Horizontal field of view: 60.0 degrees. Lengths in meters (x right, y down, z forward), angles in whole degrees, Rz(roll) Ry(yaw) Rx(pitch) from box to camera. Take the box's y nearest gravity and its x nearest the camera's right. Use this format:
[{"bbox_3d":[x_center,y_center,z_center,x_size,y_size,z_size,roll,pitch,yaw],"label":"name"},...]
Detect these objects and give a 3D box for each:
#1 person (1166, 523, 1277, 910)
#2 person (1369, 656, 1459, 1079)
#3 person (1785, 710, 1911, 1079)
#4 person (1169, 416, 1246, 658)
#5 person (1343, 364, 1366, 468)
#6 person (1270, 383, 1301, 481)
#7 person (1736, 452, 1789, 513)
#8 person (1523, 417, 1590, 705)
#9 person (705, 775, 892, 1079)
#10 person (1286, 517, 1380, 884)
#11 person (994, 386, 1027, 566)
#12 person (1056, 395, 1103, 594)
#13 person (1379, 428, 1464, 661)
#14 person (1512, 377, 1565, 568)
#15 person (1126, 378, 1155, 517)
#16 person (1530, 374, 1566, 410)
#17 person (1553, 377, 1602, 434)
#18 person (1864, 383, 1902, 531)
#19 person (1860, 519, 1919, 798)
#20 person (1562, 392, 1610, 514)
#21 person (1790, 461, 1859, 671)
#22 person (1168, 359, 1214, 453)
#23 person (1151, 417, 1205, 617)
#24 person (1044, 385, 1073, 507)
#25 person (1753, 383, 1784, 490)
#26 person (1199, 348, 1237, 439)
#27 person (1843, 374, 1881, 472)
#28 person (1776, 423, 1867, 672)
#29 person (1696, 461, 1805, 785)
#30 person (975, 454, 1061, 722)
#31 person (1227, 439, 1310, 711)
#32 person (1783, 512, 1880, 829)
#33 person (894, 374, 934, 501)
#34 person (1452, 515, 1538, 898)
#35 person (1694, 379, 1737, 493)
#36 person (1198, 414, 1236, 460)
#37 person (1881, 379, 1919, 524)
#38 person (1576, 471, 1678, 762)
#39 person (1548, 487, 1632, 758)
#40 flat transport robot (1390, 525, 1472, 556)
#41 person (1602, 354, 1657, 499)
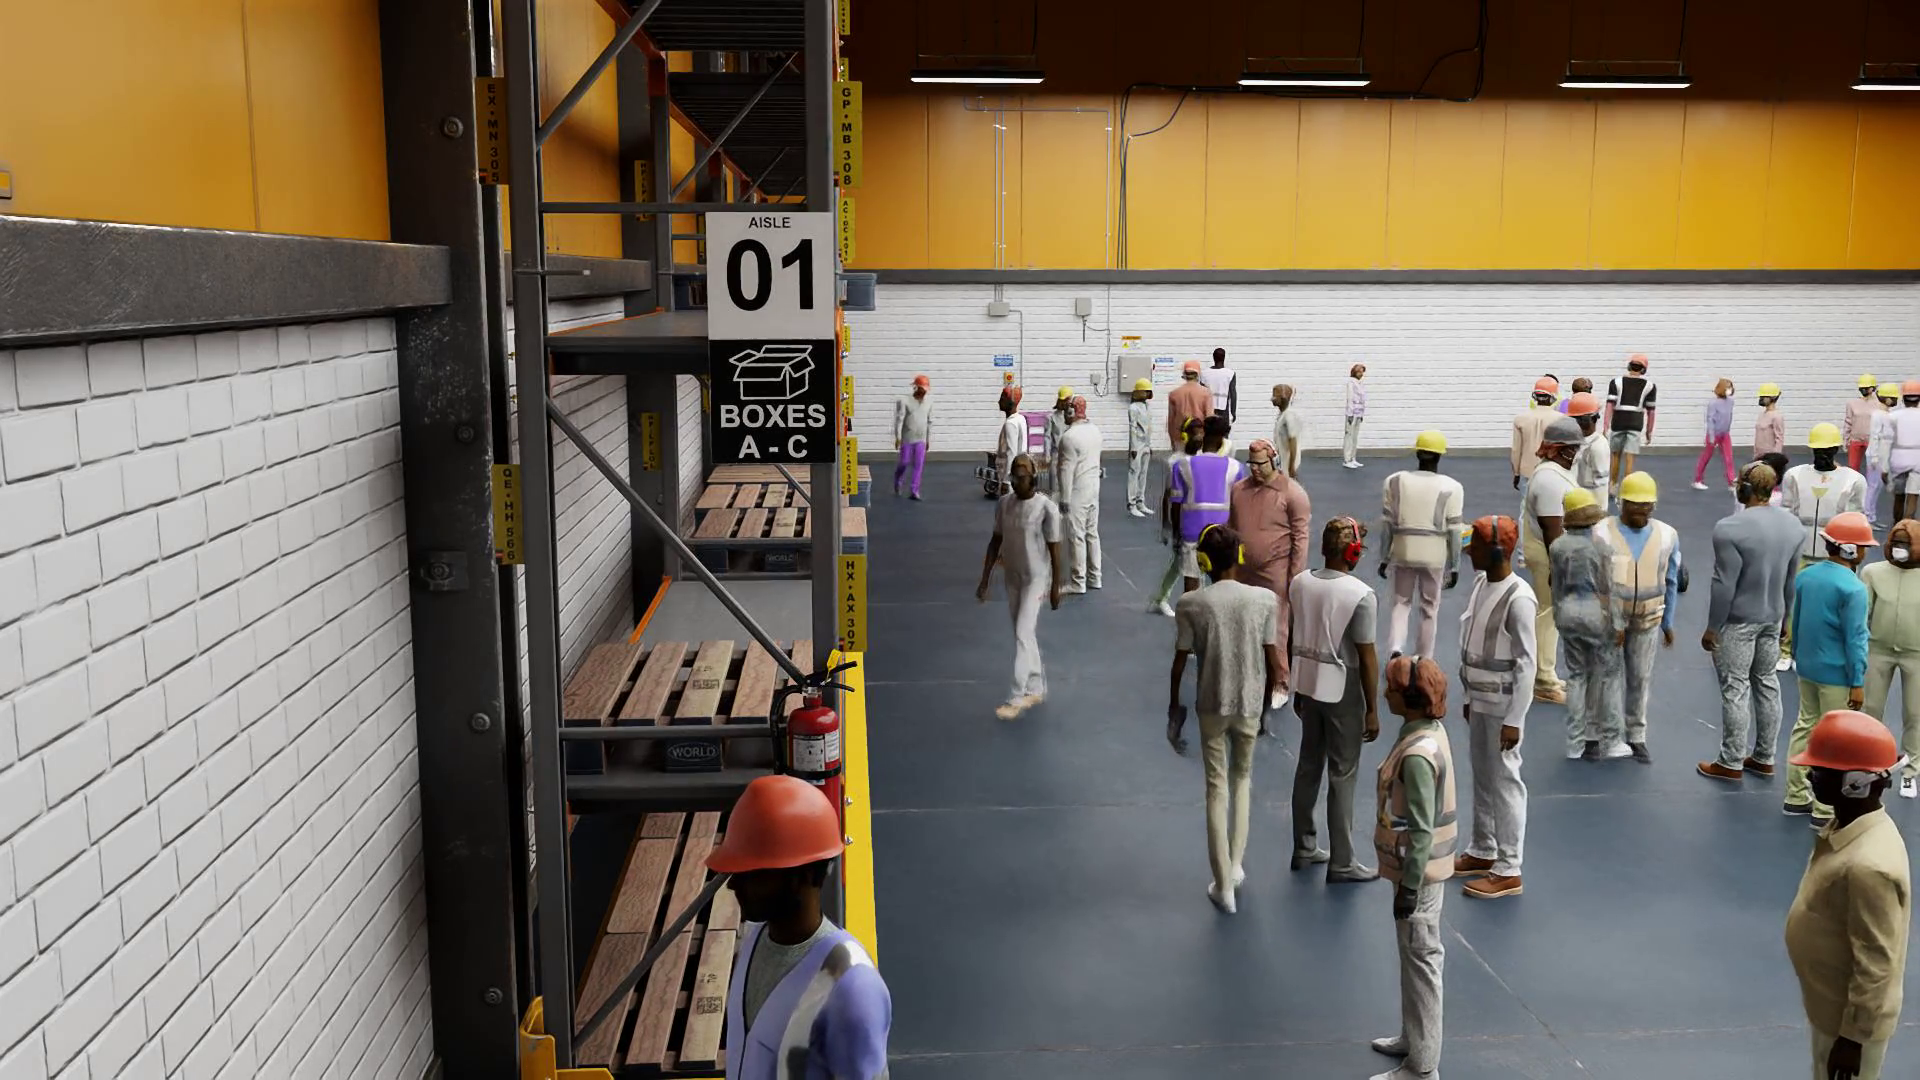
[{"bbox_3d":[1.266,0.837,8.099,0.526,1.836,0.647,0,9,0],"label":"person"},{"bbox_3d":[1.694,1.235,6.214,0.312,1.639,0.518,3,10,18],"label":"person"},{"bbox_3d":[2.637,1.370,5.012,0.341,1.750,0.565,4,10,22],"label":"person"},{"bbox_3d":[2.007,-0.041,13.429,0.642,1.903,0.832,0,9,2],"label":"person"},{"bbox_3d":[6.234,-1.957,26.275,0.315,1.636,0.515,6,11,33],"label":"person"},{"bbox_3d":[3.642,-0.848,18.710,0.403,1.833,0.511,1,9,5],"label":"person"},{"bbox_3d":[6.190,0.134,13.066,0.749,1.662,0.565,-3,9,-17],"label":"person"},{"bbox_3d":[4.298,0.132,11.889,0.537,2.000,0.679,2,9,15],"label":"person"},{"bbox_3d":[-0.383,1.473,3.787,0.364,1.939,0.542,-6,11,-34],"label":"person"},{"bbox_3d":[1.861,0.798,8.333,0.379,1.838,0.570,-6,11,-32],"label":"person"},{"bbox_3d":[0.530,-0.664,17.378,0.351,1.884,0.582,2,9,10],"label":"person"},{"bbox_3d":[1.120,-0.438,15.934,0.398,1.899,0.649,6,11,32],"label":"person"},{"bbox_3d":[3.402,0.156,12.320,0.606,1.853,0.520,5,10,27],"label":"person"},{"bbox_3d":[6.001,-0.685,17.160,0.608,1.995,0.377,6,11,33],"label":"person"},{"bbox_3d":[2.295,-1.172,21.008,0.295,1.744,0.484,6,11,32],"label":"person"},{"bbox_3d":[8.085,-1.445,22.890,0.535,1.688,0.321,6,11,34],"label":"person"},{"bbox_3d":[7.277,-0.996,19.601,0.429,1.839,0.633,-6,11,-34],"label":"person"},{"bbox_3d":[10.976,-0.991,19.798,0.326,1.767,0.533,9,13,44],"label":"person"},{"bbox_3d":[5.471,0.684,9.697,0.506,1.631,0.277,8,12,39],"label":"person"},{"bbox_3d":[5.348,-0.249,14.299,0.404,2.035,0.609,1,9,3],"label":"person"},{"bbox_3d":[6.566,0.210,12.672,0.506,1.631,0.269,7,11,36],"label":"person"},{"bbox_3d":[2.931,-1.300,21.085,0.658,1.965,0.591,5,10,27],"label":"person"},{"bbox_3d":[2.005,-0.165,14.476,0.505,1.824,1.016,-7,12,-39],"label":"person"},{"bbox_3d":[1.246,-0.979,19.826,0.492,1.744,0.339,1,9,4],"label":"person"},{"bbox_3d":[9.554,-0.981,19.740,0.320,1.767,0.534,0,9,1],"label":"person"},{"bbox_3d":[3.969,-2.002,25.669,0.600,1.917,0.376,4,10,22],"label":"person"},{"bbox_3d":[11.776,-1.281,21.659,0.342,1.761,0.528,-9,13,-44],"label":"person"},{"bbox_3d":[6.506,0.072,12.619,0.588,1.927,0.371,7,11,36],"label":"person"},{"bbox_3d":[4.716,0.491,9.945,0.636,1.939,0.355,-3,10,-20],"label":"person"},{"bbox_3d":[0.367,0.323,11.401,0.518,1.818,0.801,8,12,42],"label":"person"},{"bbox_3d":[2.110,0.236,11.674,0.653,1.900,0.405,9,13,43],"label":"person"},{"bbox_3d":[4.813,0.711,9.150,0.342,1.748,0.573,-1,9,-4],"label":"person"},{"bbox_3d":[-0.662,-1.405,22.571,0.603,1.708,0.714,-5,10,-30],"label":"person"},{"bbox_3d":[2.613,0.807,8.146,0.354,1.881,0.576,-1,9,-4],"label":"person"},{"bbox_3d":[10.660,-1.461,23.300,0.518,1.577,0.875,-4,10,-23],"label":"person"},{"bbox_3d":[2.599,-0.522,17.287,0.534,1.620,0.626,2,9,11],"label":"person"},{"bbox_3d":[10.536,-0.832,18.470,0.559,1.893,0.970,7,11,36],"label":"person"},{"bbox_3d":[4.154,0.478,10.378,0.599,1.828,0.403,1,9,8],"label":"person"},{"bbox_3d":[3.950,0.524,10.502,0.554,1.688,0.454,9,13,44],"label":"person"},{"bbox_3d":[5.266,-0.022,18.394,0.652,0.197,1.431,6,11,33],"label":"flat transport robot"},{"bbox_3d":[9.015,-1.510,22.422,0.647,1.966,0.913,4,10,23],"label":"person"}]
